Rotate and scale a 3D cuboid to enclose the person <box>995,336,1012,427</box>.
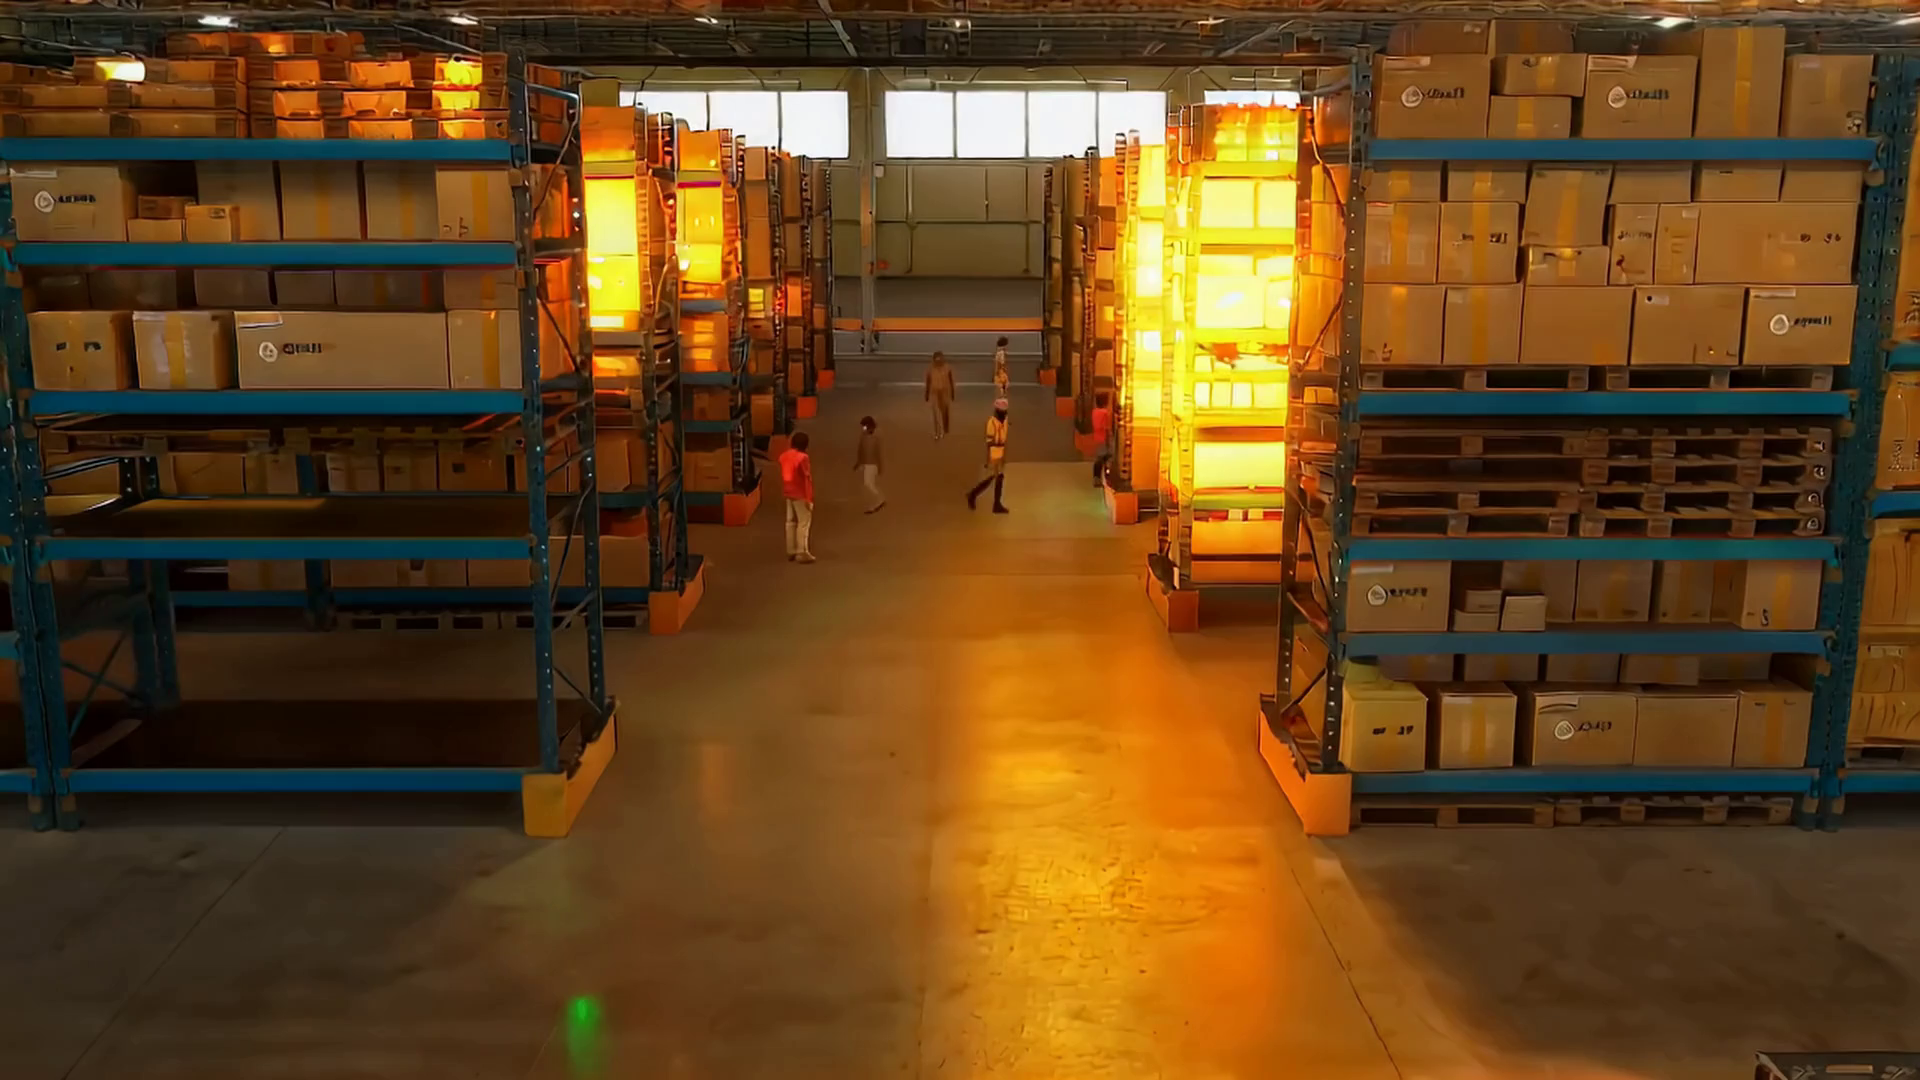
[{"bbox_3d":[0.980,-3.585,37.550,0.374,2.042,0.615,-1,11,-3],"label":"person"}]

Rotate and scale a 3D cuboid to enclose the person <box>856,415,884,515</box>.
[{"bbox_3d":[-1.463,-1.199,26.765,0.354,1.624,0.498,-9,15,-39],"label":"person"}]

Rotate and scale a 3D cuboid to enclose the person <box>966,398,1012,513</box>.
[{"bbox_3d":[0.496,-1.366,26.924,0.727,1.908,0.557,6,13,27],"label":"person"}]

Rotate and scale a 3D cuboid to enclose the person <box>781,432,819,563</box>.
[{"bbox_3d":[-2.229,-0.600,23.259,0.429,1.842,0.634,-9,15,-38],"label":"person"}]

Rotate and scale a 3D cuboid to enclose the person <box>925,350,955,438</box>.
[{"bbox_3d":[-0.429,-3.167,35.871,0.650,1.888,0.664,1,11,3],"label":"person"}]

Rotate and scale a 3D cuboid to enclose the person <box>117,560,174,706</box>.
[{"bbox_3d":[-7.788,0.958,15.964,0.727,1.674,0.538,0,11,-1],"label":"person"}]

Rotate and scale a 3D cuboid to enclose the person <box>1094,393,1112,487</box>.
[{"bbox_3d":[2.583,-1.766,29.437,0.453,1.687,0.557,-4,12,-19],"label":"person"}]
